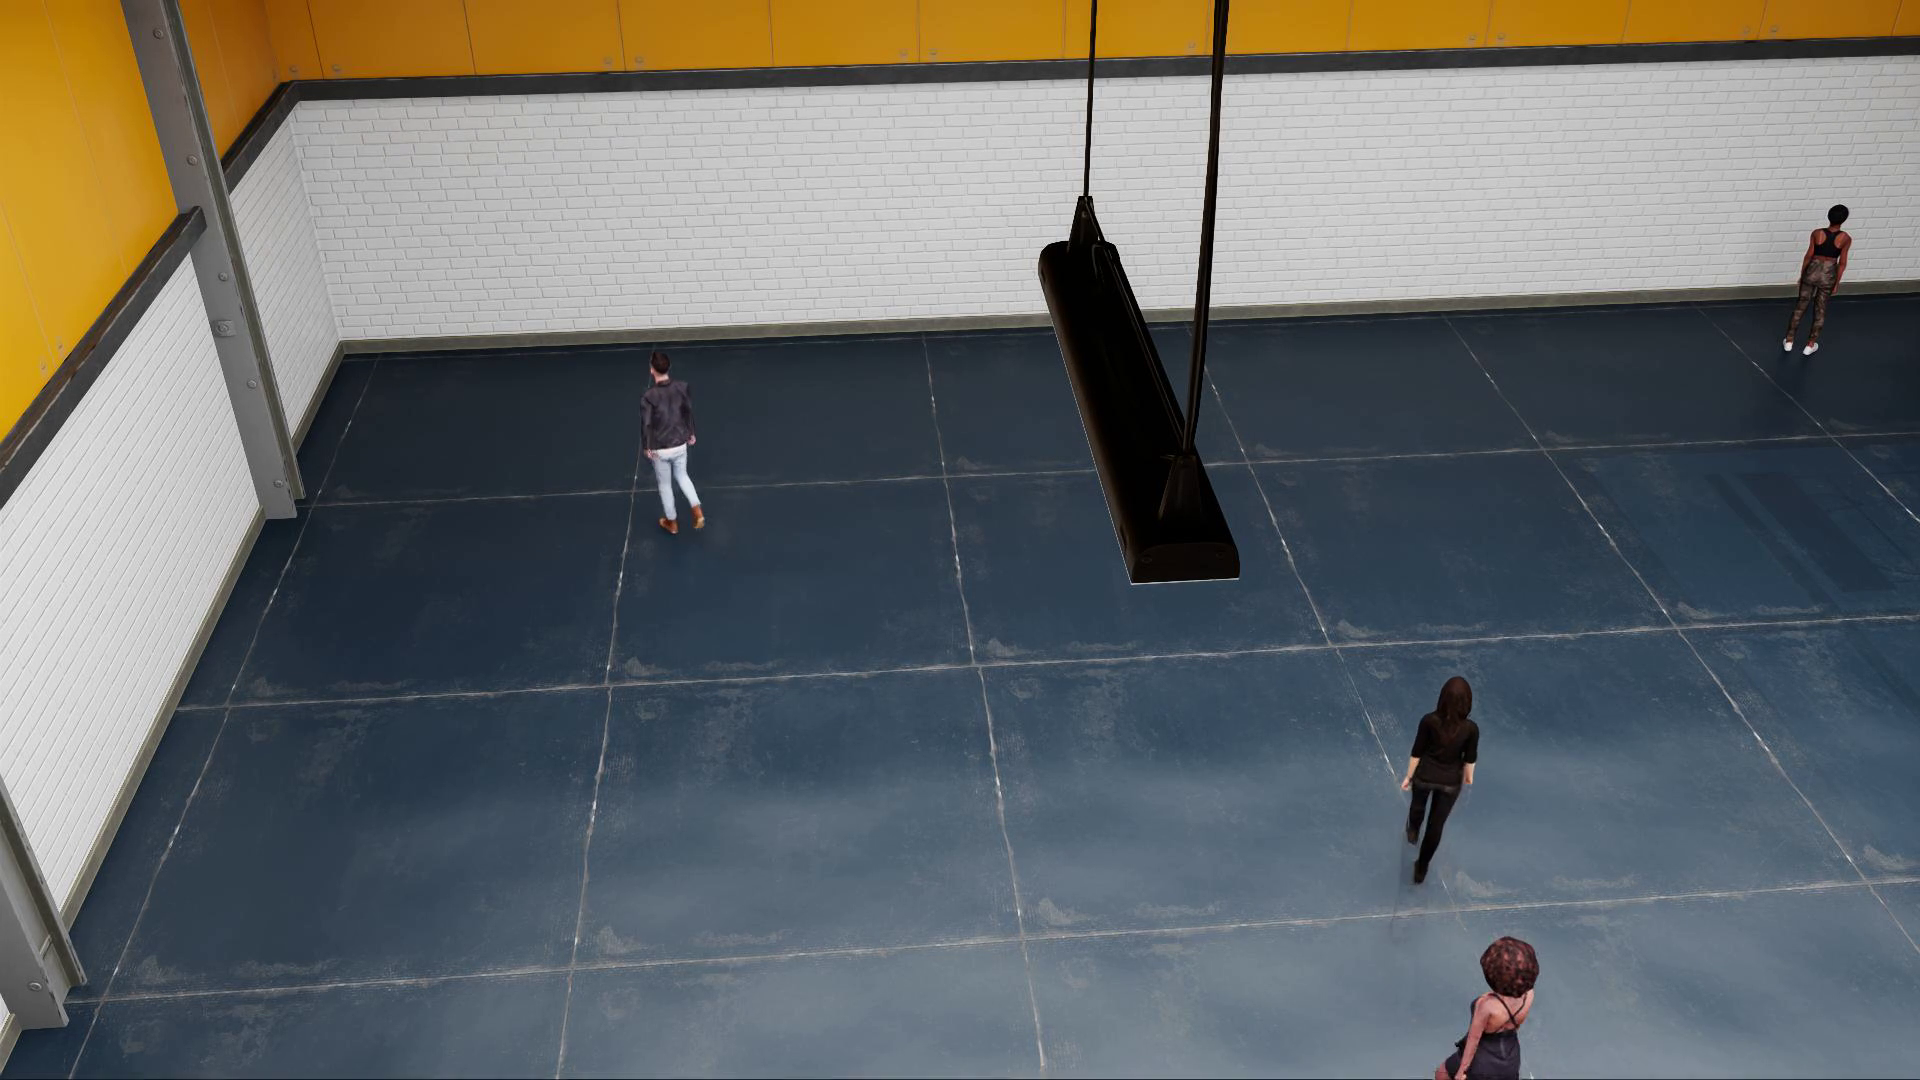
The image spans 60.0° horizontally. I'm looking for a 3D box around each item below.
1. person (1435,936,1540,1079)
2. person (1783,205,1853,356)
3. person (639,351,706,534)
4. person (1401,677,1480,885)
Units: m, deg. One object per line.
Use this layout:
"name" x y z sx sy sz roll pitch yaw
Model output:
"person" 2.964 2.950 9.207 0.656 1.776 0.689 -13 36 -19
"person" 9.280 -2.824 17.961 0.663 1.701 0.700 18 38 25
"person" -2.556 -0.817 14.831 0.889 1.823 0.966 -26 42 -34
"person" 3.229 1.676 11.265 0.811 1.619 0.954 11 35 16
